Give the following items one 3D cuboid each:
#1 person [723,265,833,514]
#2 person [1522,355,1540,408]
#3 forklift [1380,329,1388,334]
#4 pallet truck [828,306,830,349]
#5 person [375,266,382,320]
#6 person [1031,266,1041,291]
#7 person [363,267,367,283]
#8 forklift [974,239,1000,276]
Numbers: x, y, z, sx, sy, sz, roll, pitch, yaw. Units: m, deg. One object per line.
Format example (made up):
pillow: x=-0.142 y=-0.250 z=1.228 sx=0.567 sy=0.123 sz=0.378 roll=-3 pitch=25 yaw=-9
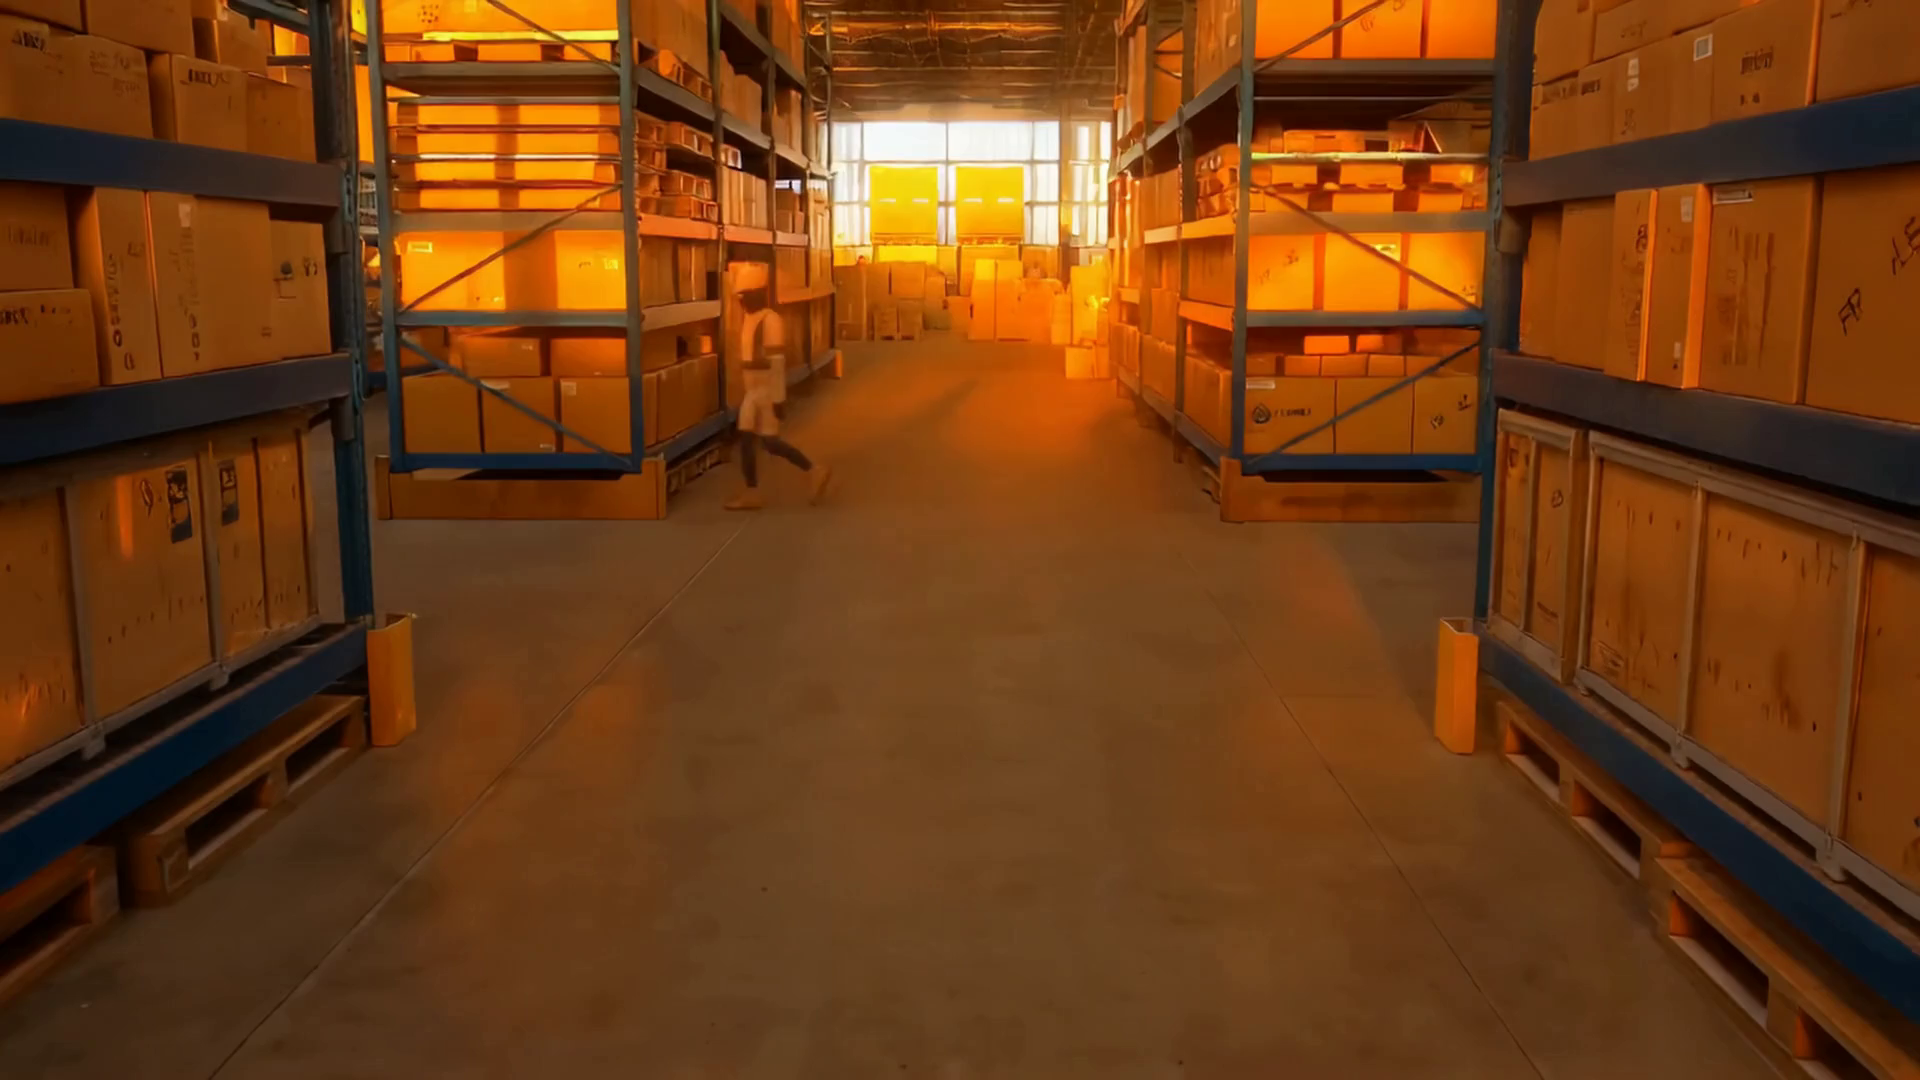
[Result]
person: x=-1.479 y=-1.202 z=13.401 sx=0.824 sy=2.014 sz=0.609 roll=-5 pitch=11 yaw=-29
person: x=6.073 y=-1.655 z=17.202 sx=0.544 sy=1.622 sz=0.395 roll=3 pitch=10 yaw=15
forklift: x=7.430 y=-4.518 z=30.625 sx=1.873 sy=2.768 sz=1.129 roll=-9 pitch=13 yaw=-43
pallet truck: x=-3.100 y=-3.940 z=29.800 sx=1.885 sy=1.965 sz=0.823 roll=3 pitch=10 yaw=19
person: x=-20.600 y=-8.772 z=59.078 sx=0.353 sy=1.886 sz=0.573 roll=-3 pitch=10 yaw=-16
person: x=2.507 y=-8.384 z=56.703 sx=0.867 sy=1.912 sz=0.635 roll=-2 pitch=10 yaw=-14
person: x=-24.065 y=-10.042 z=66.549 sx=0.599 sy=1.924 sz=0.894 roll=-6 pitch=11 yaw=-30
forklift: x=0.936 y=-9.126 z=58.224 sx=1.129 sy=2.768 sz=1.873 roll=0 pitch=9 yaw=1
